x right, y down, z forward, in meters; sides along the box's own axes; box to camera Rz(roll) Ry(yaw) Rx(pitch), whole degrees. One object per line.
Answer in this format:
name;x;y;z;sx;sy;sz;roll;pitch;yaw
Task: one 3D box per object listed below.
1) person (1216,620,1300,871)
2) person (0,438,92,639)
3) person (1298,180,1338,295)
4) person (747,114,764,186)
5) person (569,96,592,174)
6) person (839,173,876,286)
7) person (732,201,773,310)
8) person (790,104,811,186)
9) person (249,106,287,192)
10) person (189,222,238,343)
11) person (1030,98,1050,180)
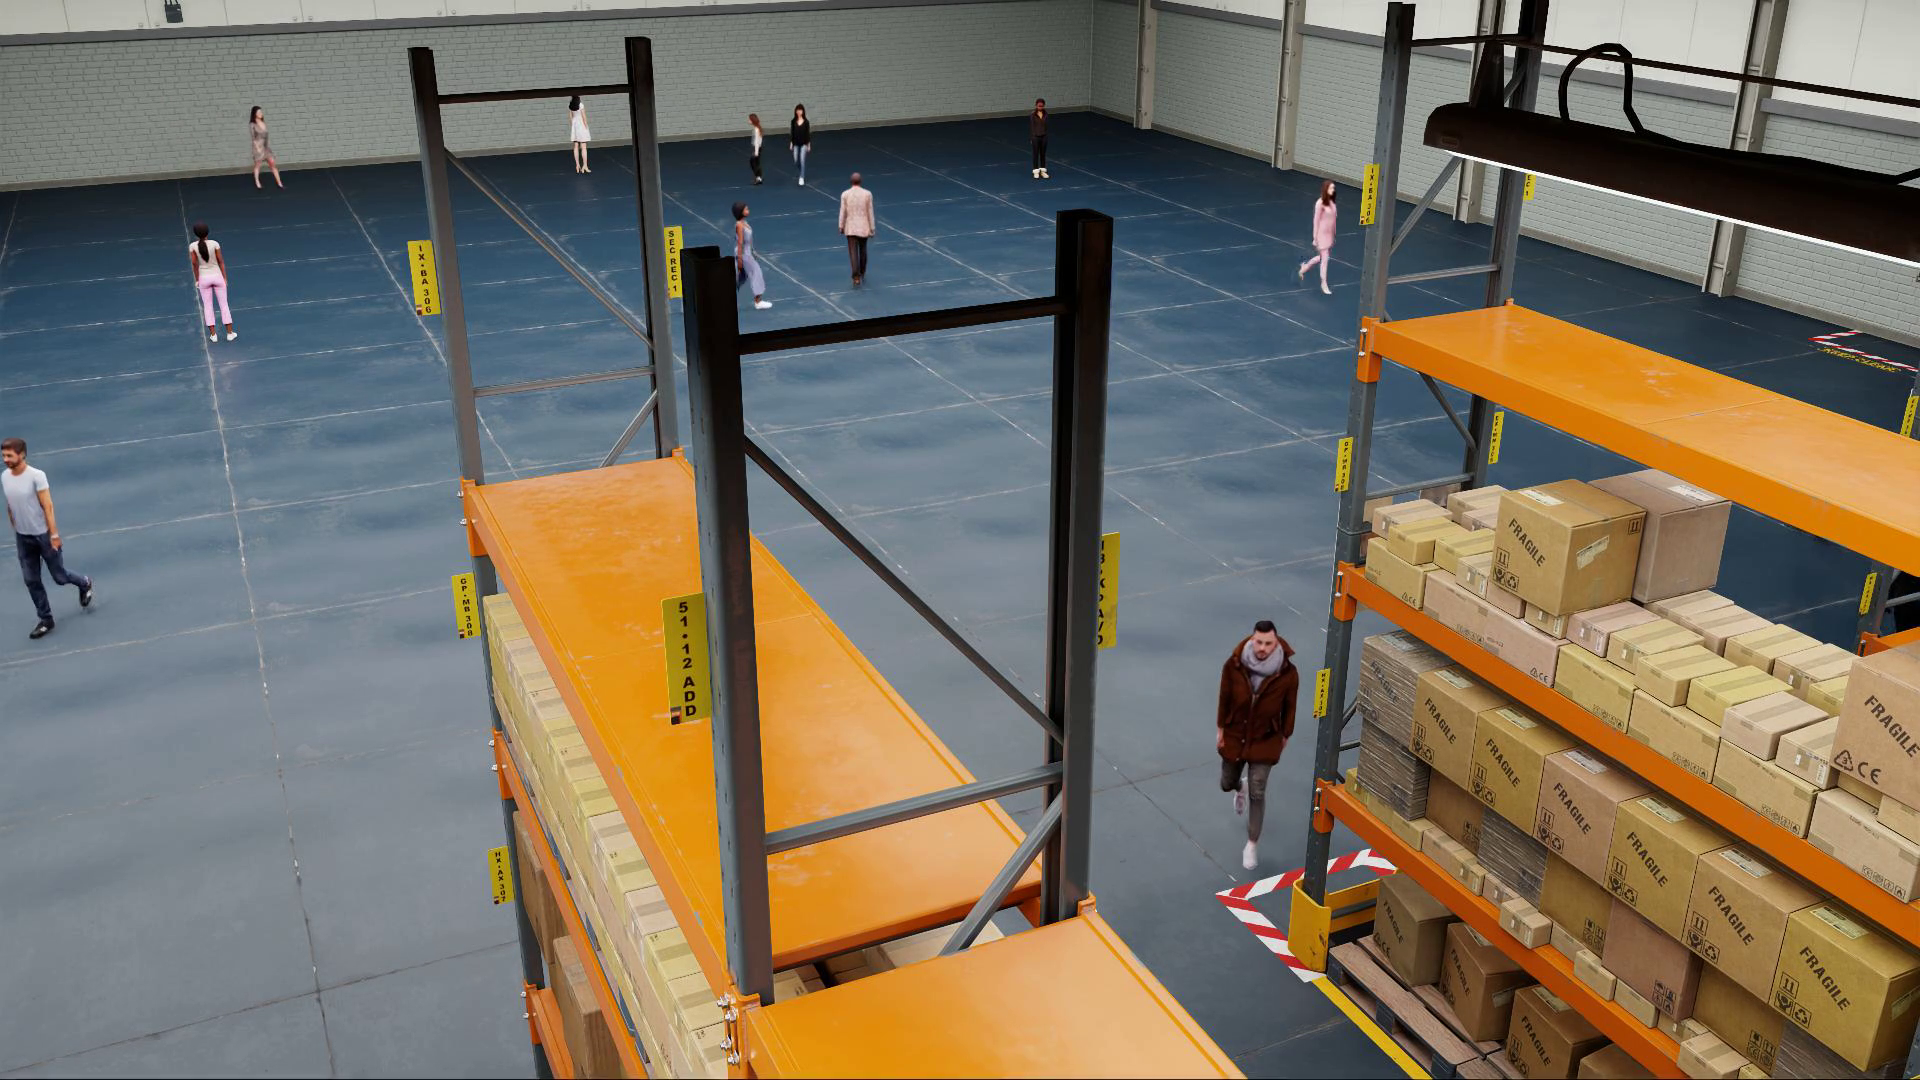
person;2.077;1.378;11.848;1.110;1.814;1.172;7;24;17
person;-8.379;-0.070;15.213;0.946;1.847;1.109;3;23;6
person;5.742;-4.853;26.541;0.802;1.783;1.076;-19;29;-37
person;-4.194;-8.117;34.611;0.707;1.474;0.515;-2;23;-5
person;-8.227;-8.852;35.956;0.759;1.774;0.837;12;26;27
person;-1.657;-4.986;26.873;0.926;1.768;1.266;-5;23;-11
person;-3.407;-4.341;25.490;0.913;1.664;1.133;-2;23;-5
person;-3.339;-8.292;34.824;0.898;1.629;1.050;3;23;7
person;-14.305;-7.933;33.908;1.159;1.685;1.002;12;26;27
person;-10.783;-3.727;23.948;0.597;1.740;0.535;-8;24;-18
person;1.685;-8.580;35.461;0.600;1.661;0.663;-8;24;-17
